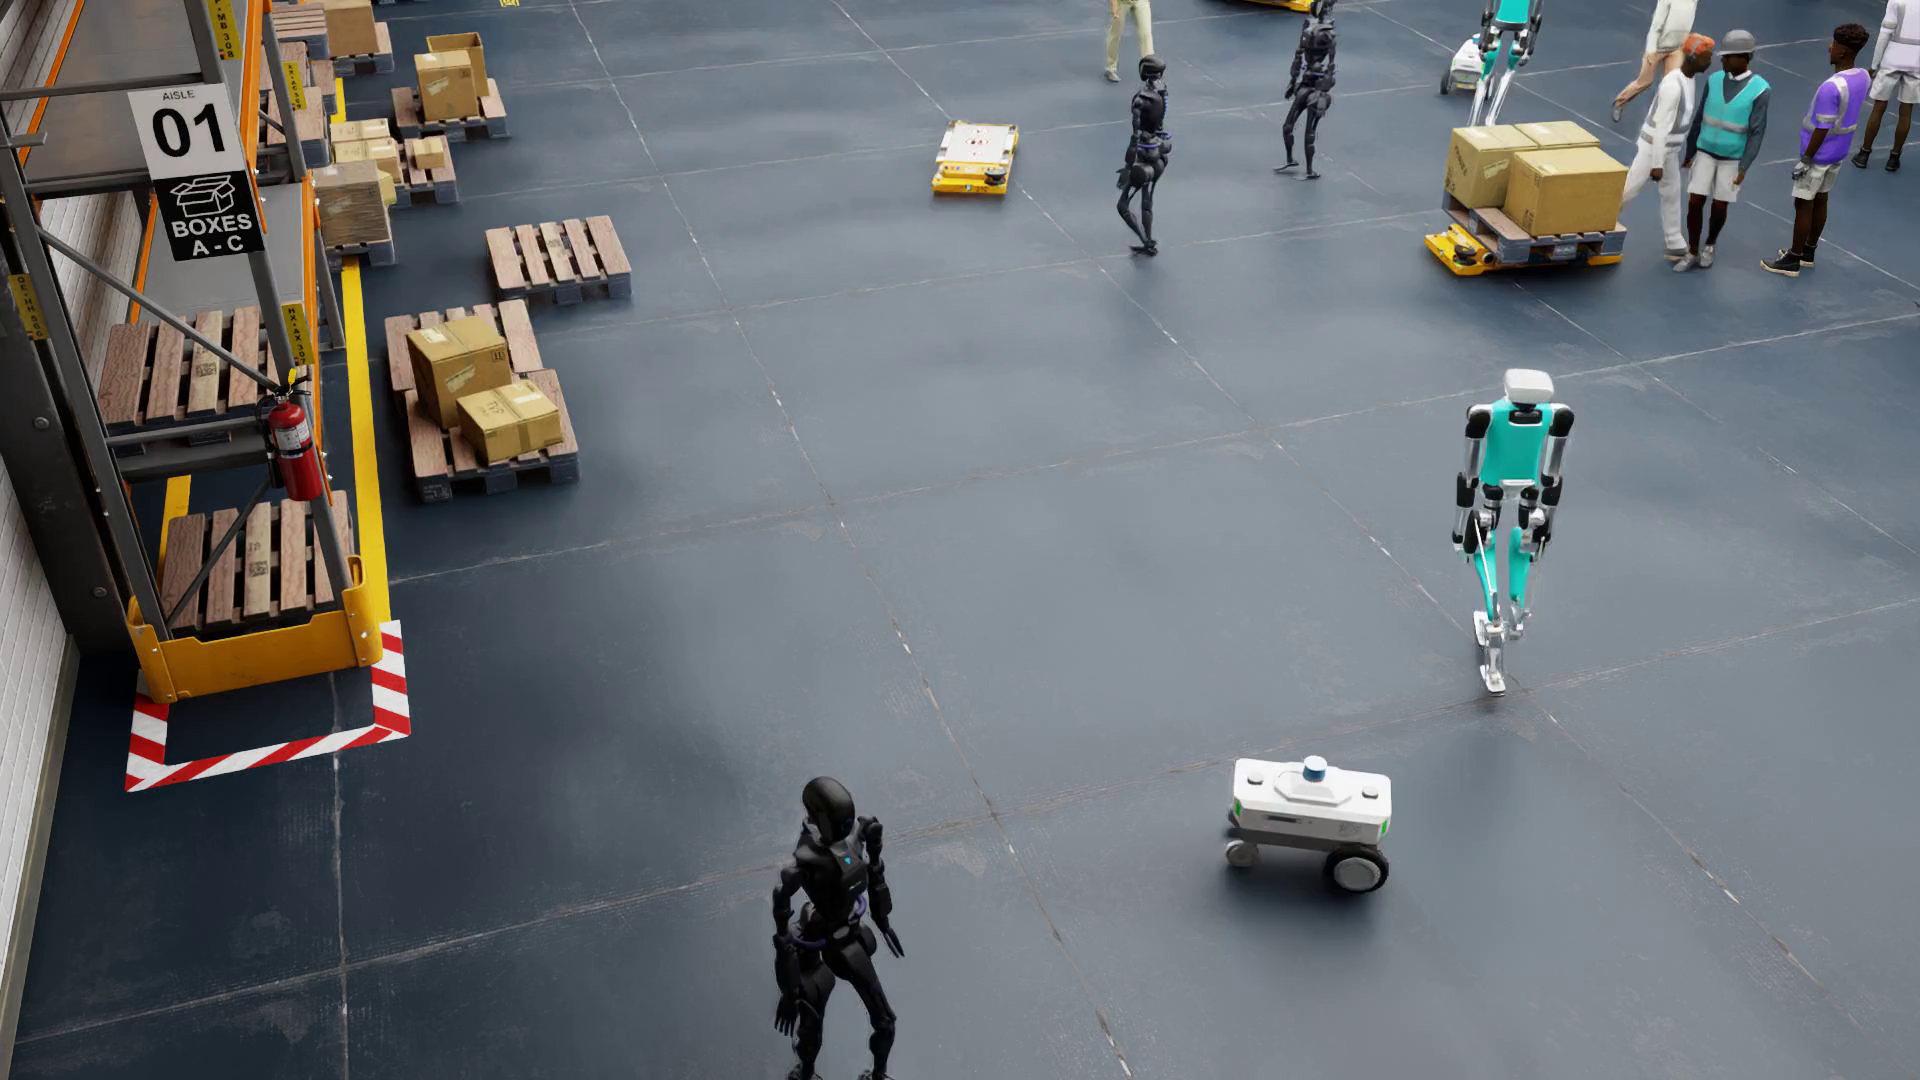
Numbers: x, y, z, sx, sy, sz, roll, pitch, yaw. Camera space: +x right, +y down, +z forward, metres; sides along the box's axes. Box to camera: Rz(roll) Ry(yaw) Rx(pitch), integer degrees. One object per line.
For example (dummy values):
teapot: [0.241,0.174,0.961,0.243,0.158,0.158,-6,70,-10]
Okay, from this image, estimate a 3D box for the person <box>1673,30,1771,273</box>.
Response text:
person: [5.939,-3.015,12.993,0.592,1.893,0.504,26,41,34]

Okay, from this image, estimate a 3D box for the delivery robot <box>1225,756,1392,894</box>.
delivery robot: [1.614,1.252,7.667,0.783,0.584,0.499,6,34,9]

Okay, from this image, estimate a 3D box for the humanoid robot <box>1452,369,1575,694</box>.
humanoid robot: [2.800,0.026,8.456,0.536,1.730,0.987,-1,33,-2]

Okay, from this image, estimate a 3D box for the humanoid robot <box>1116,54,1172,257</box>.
humanoid robot: [1.478,-3.046,13.230,0.350,1.649,0.602,19,38,27]

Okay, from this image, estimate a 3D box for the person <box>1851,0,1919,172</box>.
person: [8.452,-4.275,14.889,0.545,1.938,0.373,14,36,20]

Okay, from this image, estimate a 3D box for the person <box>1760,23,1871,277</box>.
person: [6.702,-3.026,12.947,0.611,1.963,0.362,-25,40,-33]

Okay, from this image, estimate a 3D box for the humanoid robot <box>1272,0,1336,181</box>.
humanoid robot: [3.069,-3.979,14.671,0.426,1.655,0.603,-12,35,-17]

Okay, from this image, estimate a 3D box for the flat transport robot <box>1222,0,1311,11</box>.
flat transport robot: [3.614,-6.617,20.008,1.431,0.231,0.659,17,37,24]

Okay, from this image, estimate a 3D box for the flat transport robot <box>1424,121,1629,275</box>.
flat transport robot: [4.596,-2.416,13.564,1.431,0.231,0.659,-6,34,-9]

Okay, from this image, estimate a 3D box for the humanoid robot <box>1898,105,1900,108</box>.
humanoid robot: [9.678,-4.966,16.168,0.791,1.811,0.536,5,33,8]

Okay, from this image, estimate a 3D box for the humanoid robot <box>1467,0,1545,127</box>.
humanoid robot: [5.179,-4.707,15.759,0.545,1.795,0.758,9,34,14]

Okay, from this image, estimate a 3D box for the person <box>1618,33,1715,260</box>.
person: [5.539,-3.089,13.167,0.927,1.840,0.606,22,39,29]

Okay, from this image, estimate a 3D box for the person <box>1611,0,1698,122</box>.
person: [6.647,-4.667,15.763,0.490,1.633,0.753,-8,34,-11]

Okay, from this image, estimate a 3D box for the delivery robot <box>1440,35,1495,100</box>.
delivery robot: [5.262,-4.855,17.057,0.499,0.611,0.814,15,36,21]

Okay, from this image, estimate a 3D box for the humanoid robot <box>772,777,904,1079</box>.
humanoid robot: [-0.451,1.548,6.203,0.557,1.639,0.600,25,41,33]

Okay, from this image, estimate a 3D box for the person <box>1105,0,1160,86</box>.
person: [1.767,-5.461,16.838,0.591,1.793,0.967,-12,35,-17]

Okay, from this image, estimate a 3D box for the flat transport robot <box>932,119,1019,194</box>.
flat transport robot: [0.155,-3.520,15.258,0.659,0.231,1.431,4,33,5]
